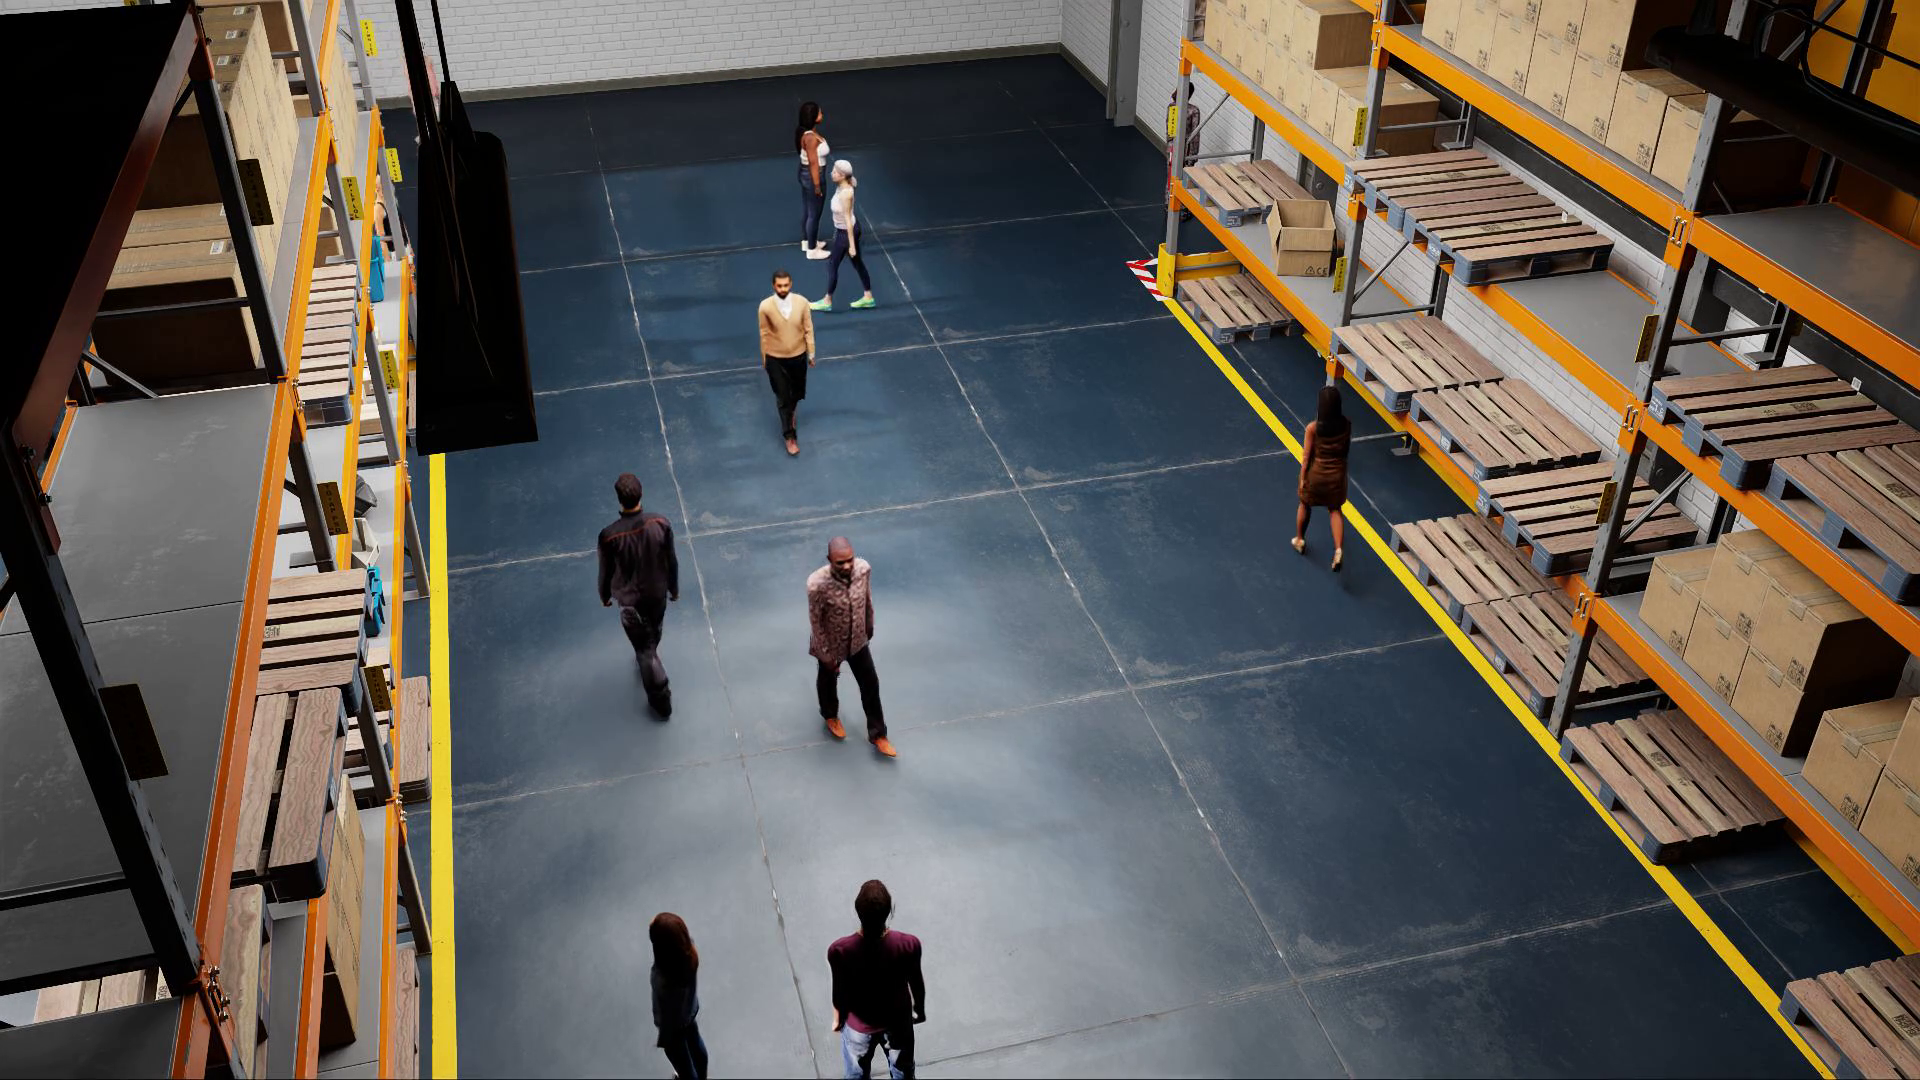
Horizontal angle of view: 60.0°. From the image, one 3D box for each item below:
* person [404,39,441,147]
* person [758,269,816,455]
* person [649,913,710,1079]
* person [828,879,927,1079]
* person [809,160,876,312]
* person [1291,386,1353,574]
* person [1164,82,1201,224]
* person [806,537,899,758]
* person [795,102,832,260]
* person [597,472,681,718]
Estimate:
[{"bbox_3d":[-6.923,-5.639,21.384,0.945,1.710,0.888,17,37,24],"label":"person"},{"bbox_3d":[-1.617,-1.722,15.470,0.652,1.733,1.051,-9,35,-13],"label":"person"},{"bbox_3d":[-1.554,2.609,9.187,0.699,1.476,0.579,7,34,11],"label":"person"},{"bbox_3d":[-0.444,2.543,8.945,0.688,1.853,0.585,-4,34,-6],"label":"person"},{"bbox_3d":[-1.112,-3.240,17.806,0.803,1.675,0.957,-3,34,-4],"label":"person"},{"bbox_3d":[3.021,-0.480,13.659,0.662,1.669,0.996,-5,34,-8],"label":"person"},{"bbox_3d":[2.645,-4.658,19.905,0.679,1.714,0.737,17,37,24],"label":"person"},{"bbox_3d":[-0.885,0.663,11.842,0.847,1.778,1.057,-19,38,-26],"label":"person"},{"bbox_3d":[-1.711,-4.121,19.013,0.693,1.808,0.523,-9,35,-14],"label":"person"},{"bbox_3d":[-2.280,0.442,12.065,0.927,1.899,1.254,-18,37,-24],"label":"person"}]
